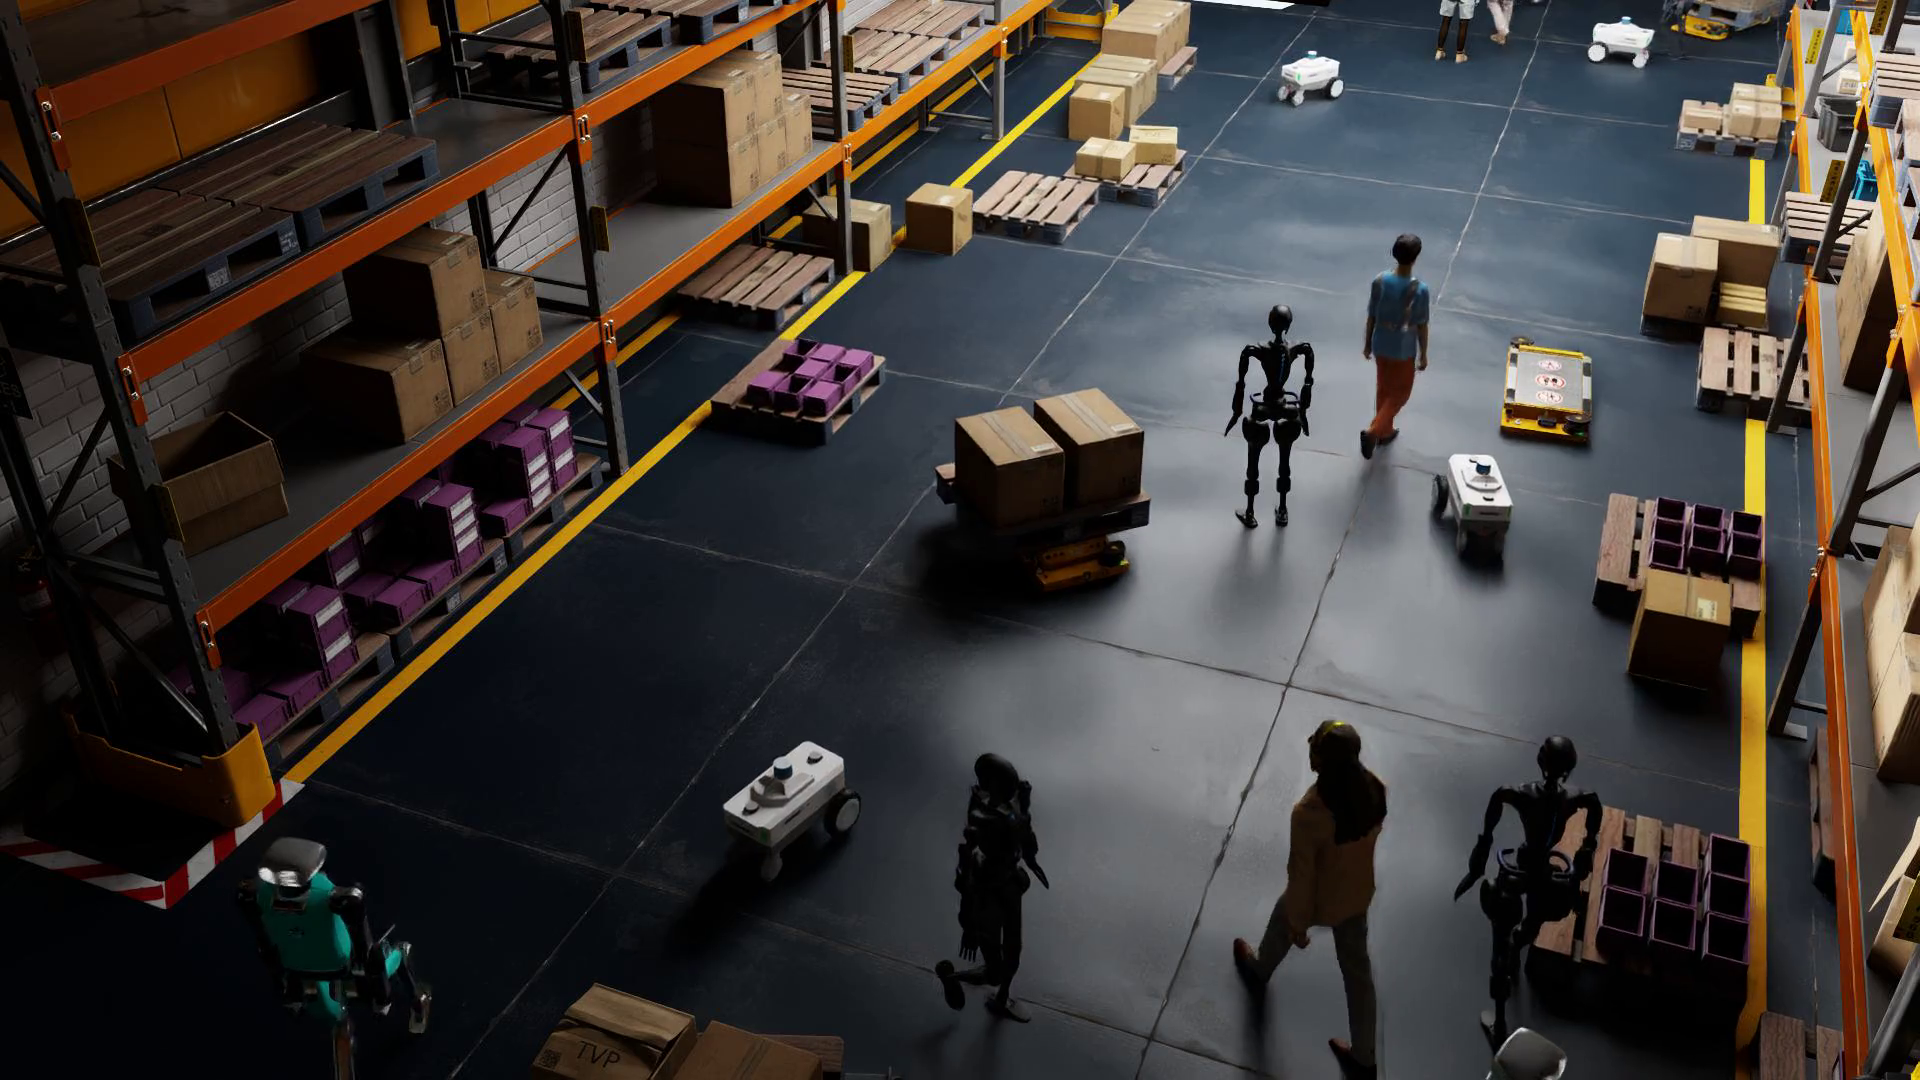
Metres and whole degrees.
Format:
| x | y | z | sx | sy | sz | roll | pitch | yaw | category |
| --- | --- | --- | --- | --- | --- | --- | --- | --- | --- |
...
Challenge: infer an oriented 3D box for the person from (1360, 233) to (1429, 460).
| x | y | z | sx | sy | sz | roll | pitch | yaw | category |
| --- | --- | --- | --- | --- | --- | --- | --- | --- | --- |
| 3.224 | -1.430 | 12.459 | 0.678 | 1.742 | 0.510 | -28 | 42 | -36 | person |

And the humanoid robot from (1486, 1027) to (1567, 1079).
| x | y | z | sx | sy | sz | roll | pitch | yaw | category |
| --- | --- | --- | --- | --- | --- | --- | --- | --- | --- |
| 1.800 | 2.504 | 6.490 | 0.793 | 1.890 | 0.532 | 21 | 38 | 29 | humanoid robot |

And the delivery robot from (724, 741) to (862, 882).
| x | y | z | sx | sy | sz | roll | pitch | yaw | category |
| --- | --- | --- | --- | --- | --- | --- | --- | --- | --- |
| -0.939 | 1.439 | 9.109 | 0.499 | 0.603 | 0.794 | 22 | 39 | 30 | delivery robot |

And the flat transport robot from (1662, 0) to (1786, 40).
| x | y | z | sx | sy | sz | roll | pitch | yaw | category |
| --- | --- | --- | --- | --- | --- | --- | --- | --- | --- |
| 10.294 | -7.024 | 22.462 | 1.431 | 0.231 | 0.659 | -25 | 40 | -33 | flat transport robot |

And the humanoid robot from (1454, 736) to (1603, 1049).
| x | y | z | sx | sy | sz | roll | pitch | yaw | category |
| --- | --- | --- | --- | --- | --- | --- | --- | --- | --- |
| 2.663 | 1.582 | 7.870 | 0.587 | 1.632 | 0.747 | 1 | 33 | 2 | humanoid robot |

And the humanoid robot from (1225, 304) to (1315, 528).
| x | y | z | sx | sy | sz | roll | pitch | yaw | category |
| --- | --- | --- | --- | --- | --- | --- | --- | --- | --- |
| 2.168 | -0.869 | 11.626 | 0.599 | 1.657 | 0.315 | -2 | 33 | -4 | humanoid robot |

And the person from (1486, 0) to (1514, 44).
| x | y | z | sx | sy | sz | roll | pitch | yaw | category |
| --- | --- | --- | --- | --- | --- | --- | --- | --- | --- |
| 7.076 | -7.247 | 21.432 | 0.517 | 1.752 | 0.496 | -7 | 33 | -10 | person |

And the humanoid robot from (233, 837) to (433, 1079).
| x | y | z | sx | sy | sz | roll | pitch | yaw | category |
| --- | --- | --- | --- | --- | --- | --- | --- | --- | --- |
| -2.706 | 1.821 | 7.475 | 0.543 | 1.776 | 1.037 | 2 | 33 | 3 | humanoid robot |

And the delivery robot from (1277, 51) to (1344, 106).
| x | y | z | sx | sy | sz | roll | pitch | yaw | category |
| --- | --- | --- | --- | --- | --- | --- | --- | --- | --- |
| 4.188 | -5.548 | 19.899 | 0.769 | 0.577 | 0.499 | -20 | 38 | -28 | delivery robot |

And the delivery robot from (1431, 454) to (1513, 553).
| x | y | z | sx | sy | sz | roll | pitch | yaw | category |
| --- | --- | --- | --- | --- | --- | --- | --- | --- | --- |
| 3.668 | -0.309 | 11.795 | 0.499 | 0.582 | 0.773 | 2 | 33 | 3 | delivery robot |

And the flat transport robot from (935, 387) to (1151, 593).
| x | y | z | sx | sy | sz | roll | pitch | yaw | category |
| --- | --- | --- | --- | --- | --- | --- | --- | --- | --- |
| 0.574 | -0.130 | 11.794 | 0.659 | 0.231 | 1.431 | -13 | 35 | -20 | flat transport robot |

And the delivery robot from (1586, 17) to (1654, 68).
| x | y | z | sx | sy | sz | roll | pitch | yaw | category |
| --- | --- | --- | --- | --- | --- | --- | --- | --- | --- |
| 8.395 | -6.342 | 21.138 | 0.784 | 0.589 | 0.499 | 16 | 36 | 23 | delivery robot |

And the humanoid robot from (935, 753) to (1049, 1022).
| x | y | z | sx | sy | sz | roll | pitch | yaw | category |
| --- | --- | --- | --- | --- | --- | --- | --- | --- | --- |
| 0.146 | 1.614 | 7.803 | 0.428 | 1.646 | 0.608 | 21 | 38 | 29 | humanoid robot |

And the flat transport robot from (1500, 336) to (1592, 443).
| x | y | z | sx | sy | sz | roll | pitch | yaw | category |
| --- | --- | --- | --- | --- | --- | --- | --- | --- | --- |
| 4.763 | -1.230 | 13.495 | 0.659 | 0.231 | 1.431 | 10 | 34 | 15 | flat transport robot |

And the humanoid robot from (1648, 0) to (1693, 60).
| x | y | z | sx | sy | sz | roll | pitch | yaw | category |
| --- | --- | --- | --- | --- | --- | --- | --- | --- | --- |
| 9.115 | -6.884 | 20.963 | 0.561 | 1.644 | 0.588 | 2 | 33 | 2 | humanoid robot |

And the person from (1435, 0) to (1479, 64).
| x | y | z | sx | sy | sz | roll | pitch | yaw | category |
| --- | --- | --- | --- | --- | --- | --- | --- | --- | --- |
| 6.299 | -6.858 | 20.896 | 0.533 | 1.691 | 0.319 | 20 | 38 | 28 | person |

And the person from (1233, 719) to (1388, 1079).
| x | y | z | sx | sy | sz | roll | pitch | yaw | category |
| --- | --- | --- | --- | --- | --- | --- | --- | --- | --- |
| 1.691 | 1.607 | 7.684 | 0.531 | 1.822 | 1.010 | -15 | 36 | -21 | person |

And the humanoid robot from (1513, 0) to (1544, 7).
| x | y | z | sx | sy | sz | roll | pitch | yaw | category |
| --- | --- | --- | --- | --- | --- | --- | --- | --- | --- |
| 8.008 | -8.198 | 22.924 | 0.930 | 1.755 | 0.551 | -22 | 39 | -30 | humanoid robot |
